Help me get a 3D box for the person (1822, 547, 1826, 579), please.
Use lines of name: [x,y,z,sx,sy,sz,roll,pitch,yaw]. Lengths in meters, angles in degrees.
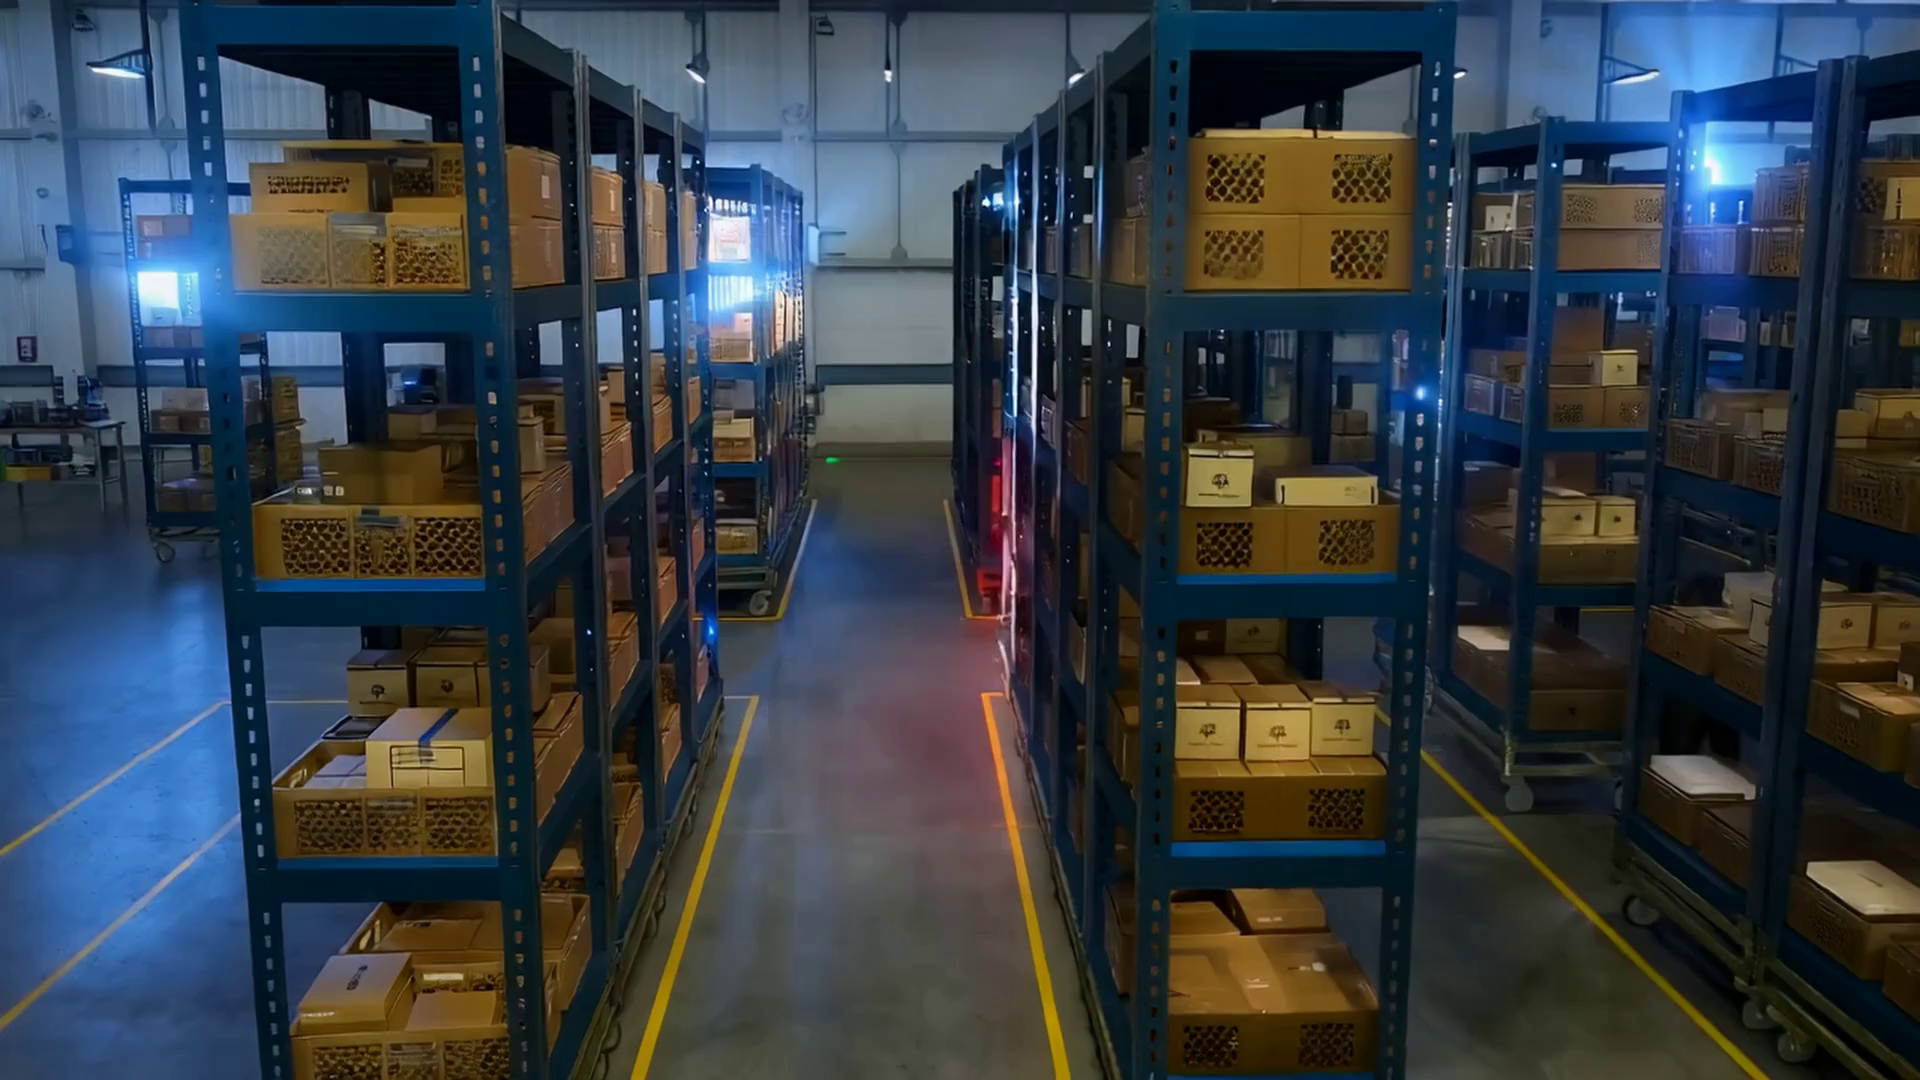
person: [6.327,-0.212,12.380,0.377,2.045,0.605,3,11,19]
